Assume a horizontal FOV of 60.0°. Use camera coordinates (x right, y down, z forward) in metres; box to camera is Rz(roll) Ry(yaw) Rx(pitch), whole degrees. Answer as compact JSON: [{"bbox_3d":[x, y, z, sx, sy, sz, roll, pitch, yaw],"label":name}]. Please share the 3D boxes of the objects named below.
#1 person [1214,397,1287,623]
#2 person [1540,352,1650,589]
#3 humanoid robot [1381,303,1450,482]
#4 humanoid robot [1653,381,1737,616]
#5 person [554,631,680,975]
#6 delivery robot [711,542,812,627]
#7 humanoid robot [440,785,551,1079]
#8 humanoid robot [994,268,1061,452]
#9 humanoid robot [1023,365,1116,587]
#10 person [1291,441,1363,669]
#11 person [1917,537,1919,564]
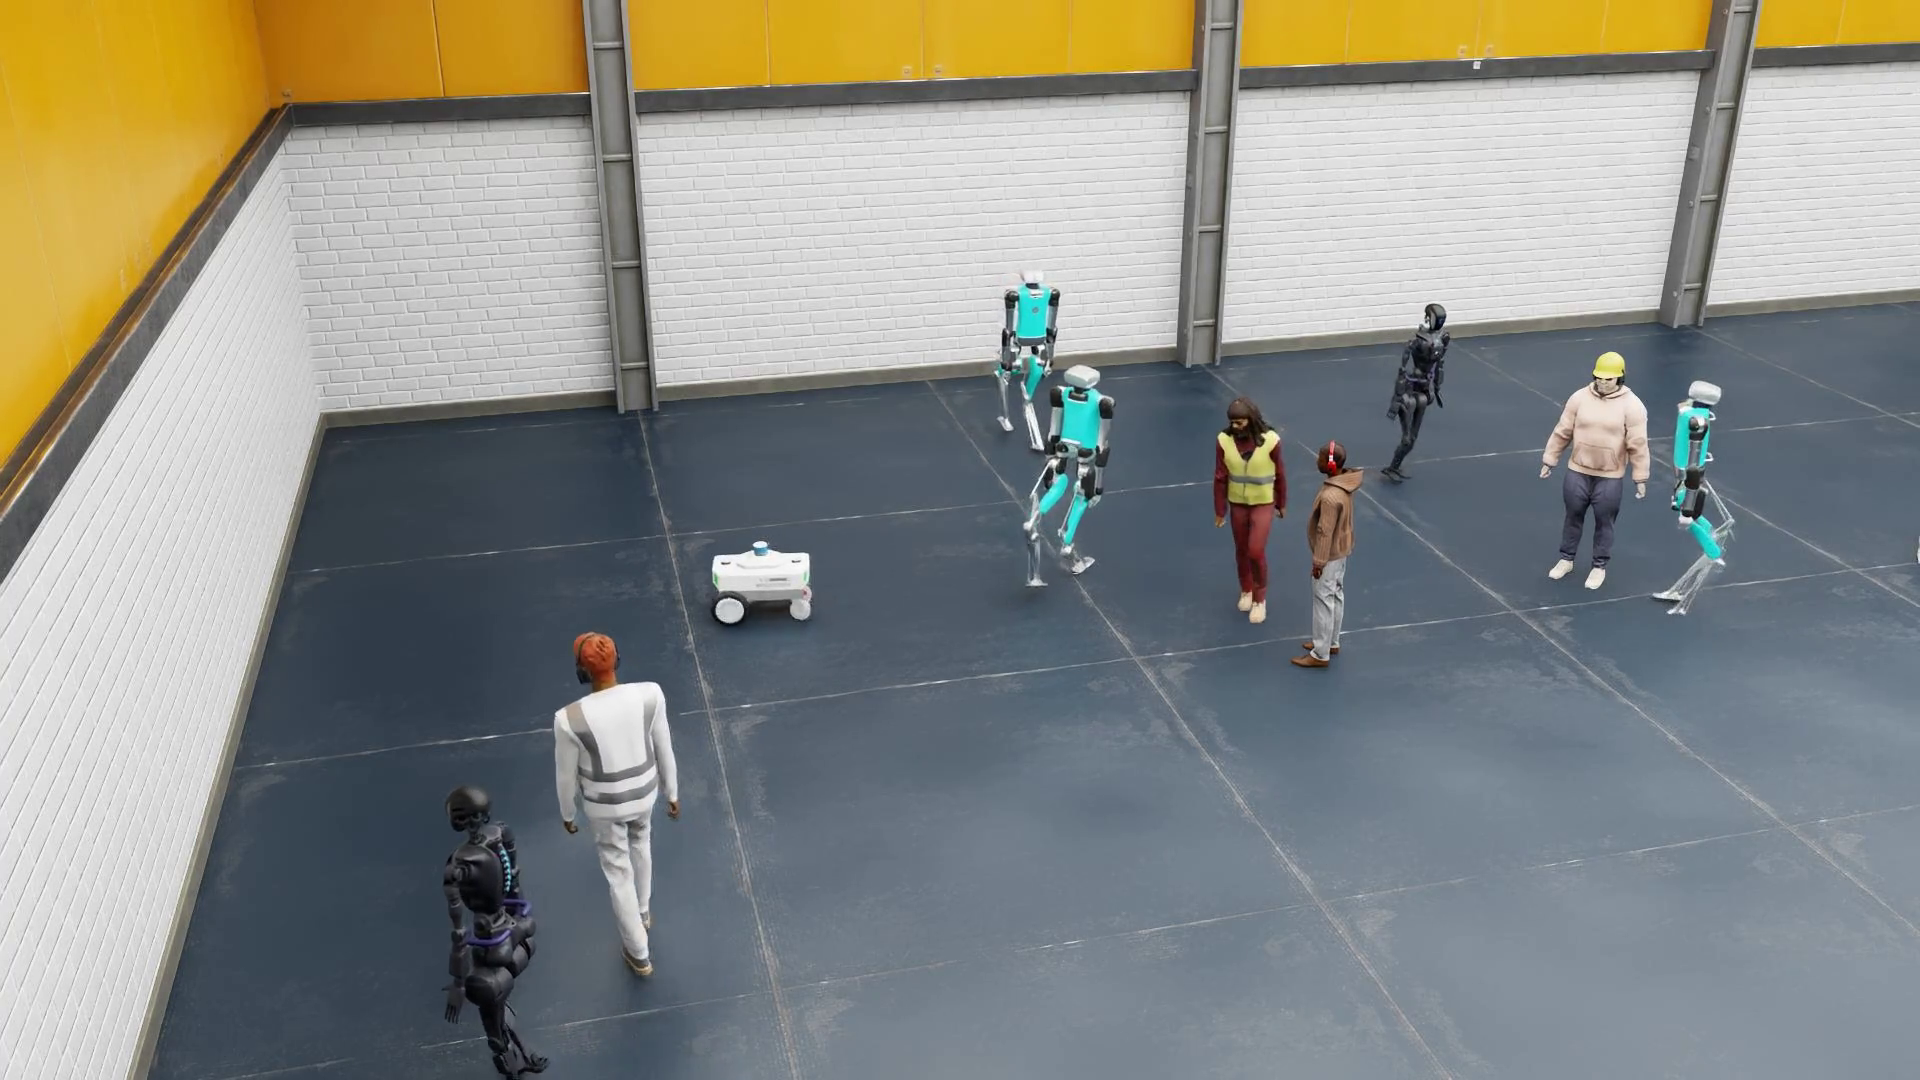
[{"bbox_3d":[2.101,-0.237,12.111,0.493,1.710,0.587,11,26,23],"label":"person"},{"bbox_3d":[4.833,-0.545,12.633,0.788,1.859,0.436,16,28,32],"label":"person"},{"bbox_3d":[3.992,-1.296,14.571,0.615,1.642,0.417,-15,28,-31],"label":"humanoid robot"},{"bbox_3d":[5.476,-0.275,12.161,0.650,1.796,0.534,6,24,13],"label":"humanoid robot"},{"bbox_3d":[-1.774,1.281,8.476,0.591,1.857,0.771,-13,27,-27],"label":"person"},{"bbox_3d":[-1.478,0.306,12.313,0.801,0.598,0.499,-2,24,-3],"label":"delivery robot"},{"bbox_3d":[-2.083,1.843,7.429,0.331,1.654,0.610,6,24,13],"label":"humanoid robot"},{"bbox_3d":[0.561,-1.718,15.531,0.543,1.780,1.076,-8,25,-17],"label":"humanoid robot"},{"bbox_3d":[0.741,-0.362,12.458,0.536,1.779,1.063,14,28,29],"label":"humanoid robot"},{"bbox_3d":[2.536,0.102,11.419,0.327,1.648,0.462,11,26,23],"label":"person"},{"bbox_3d":[7.840,-0.605,12.878,0.532,1.765,0.328,0,24,0],"label":"person"}]
